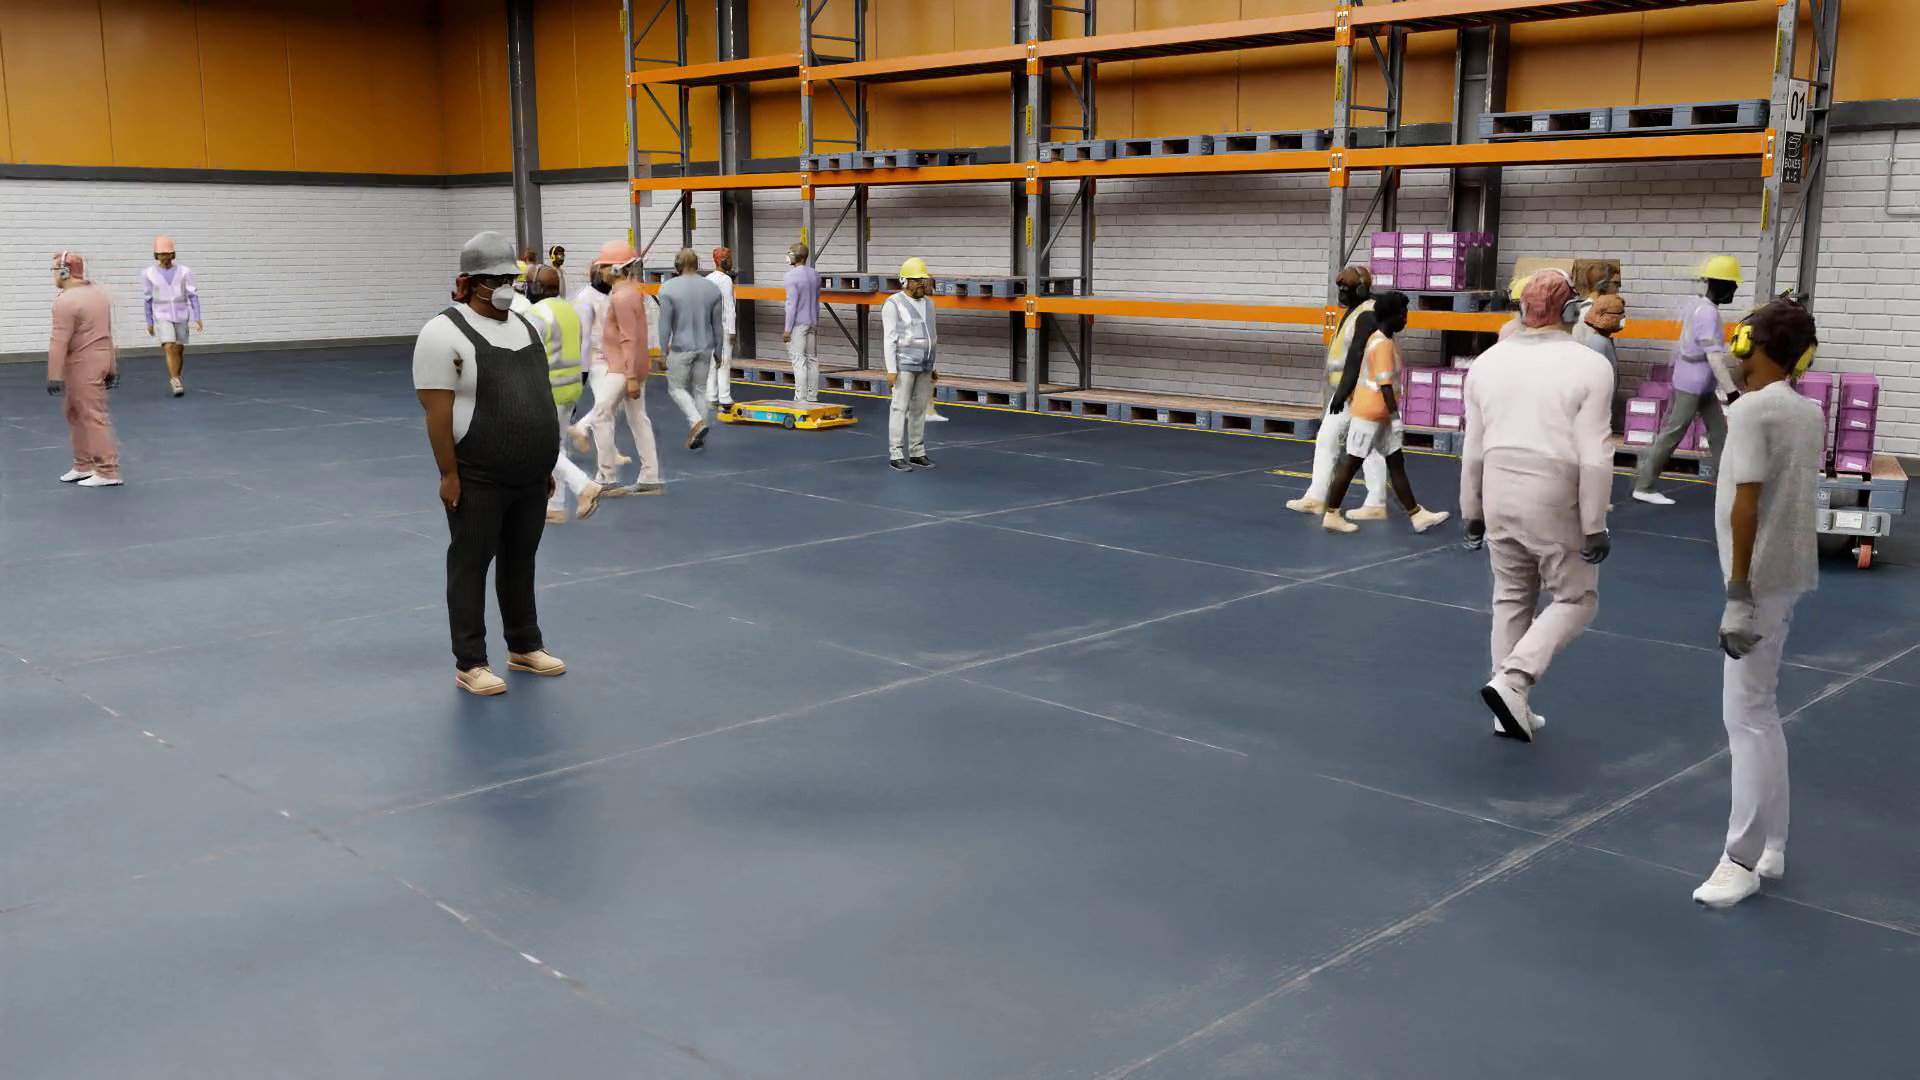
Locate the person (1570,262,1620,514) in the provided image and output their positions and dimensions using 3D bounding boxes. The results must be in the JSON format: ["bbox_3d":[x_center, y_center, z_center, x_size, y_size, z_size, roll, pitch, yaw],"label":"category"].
[{"bbox_3d":[4.550,-1.104,12.143,0.462,1.832,0.536,3,11,18],"label":"person"}]

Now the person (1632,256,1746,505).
[{"bbox_3d":[5.532,-1.161,12.340,0.974,1.865,0.580,6,12,28],"label":"person"}]

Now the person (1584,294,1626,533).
[{"bbox_3d":[4.274,-0.825,11.151,0.266,1.631,0.507,4,11,22],"label":"person"}]

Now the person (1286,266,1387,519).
[{"bbox_3d":[2.699,-1.031,11.824,0.809,1.804,0.616,-1,10,-3],"label":"person"}]

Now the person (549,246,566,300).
[{"bbox_3d":[-5.905,-3.368,24.394,0.309,1.864,0.535,1,10,7],"label":"person"}]

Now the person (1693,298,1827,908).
[{"bbox_3d":[2.426,0.184,5.140,0.691,1.833,0.342,-10,14,-43],"label":"person"}]

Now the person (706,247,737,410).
[{"bbox_3d":[-2.765,-2.446,19.309,0.337,1.882,0.585,-7,13,-34],"label":"person"}]

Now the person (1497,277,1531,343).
[{"bbox_3d":[3.974,-0.960,11.619,0.899,1.723,0.550,7,12,33],"label":"person"}]

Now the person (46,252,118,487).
[{"bbox_3d":[-7.150,-1.359,13.359,0.689,1.883,0.680,-1,10,-3],"label":"person"}]

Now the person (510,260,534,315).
[{"bbox_3d":[-4.120,-1.638,15.156,0.588,1.802,0.766,2,11,13],"label":"person"}]

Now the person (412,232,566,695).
[{"bbox_3d":[-2.040,-0.349,7.450,0.537,2.000,0.678,6,12,30],"label":"person"}]

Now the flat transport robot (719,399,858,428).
[{"bbox_3d":[-1.844,-1.357,17.772,1.431,0.197,0.652,8,13,37],"label":"flat transport robot"}]

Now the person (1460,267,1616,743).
[{"bbox_3d":[2.249,-0.115,6.552,0.526,1.898,0.653,-7,13,-35],"label":"person"}]

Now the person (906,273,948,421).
[{"bbox_3d":[-0.399,-2.070,17.971,0.493,1.617,0.520,0,10,-2],"label":"person"}]

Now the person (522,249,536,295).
[{"bbox_3d":[-6.839,-3.707,26.432,0.587,1.797,0.953,-7,13,-34],"label":"person"}]

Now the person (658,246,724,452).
[{"bbox_3d":[-2.477,-1.753,15.433,0.653,1.921,0.507,-7,12,-33],"label":"person"}]

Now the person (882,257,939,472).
[{"bbox_3d":[-0.403,-1.511,14.353,0.403,1.830,0.599,9,14,42],"label":"person"}]

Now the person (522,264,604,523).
[{"bbox_3d":[-2.779,-0.994,11.549,0.587,1.827,0.646,3,11,14],"label":"person"}]

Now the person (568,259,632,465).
[{"bbox_3d":[-3.216,-1.576,14.742,0.617,1.823,0.636,3,11,18],"label":"person"}]

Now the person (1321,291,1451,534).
[{"bbox_3d":[2.852,-0.830,11.126,0.879,1.643,0.548,3,11,17],"label":"person"}]

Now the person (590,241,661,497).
[{"bbox_3d":[-2.692,-1.305,12.862,0.767,1.967,0.623,0,10,1],"label":"person"}]

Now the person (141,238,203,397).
[{"bbox_3d":[-9.962,-2.813,21.029,0.625,1.991,1.049,-7,12,-33],"label":"person"}]

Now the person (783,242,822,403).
[{"bbox_3d":[-1.843,-2.464,19.256,0.359,1.939,0.635,5,12,27],"label":"person"}]
